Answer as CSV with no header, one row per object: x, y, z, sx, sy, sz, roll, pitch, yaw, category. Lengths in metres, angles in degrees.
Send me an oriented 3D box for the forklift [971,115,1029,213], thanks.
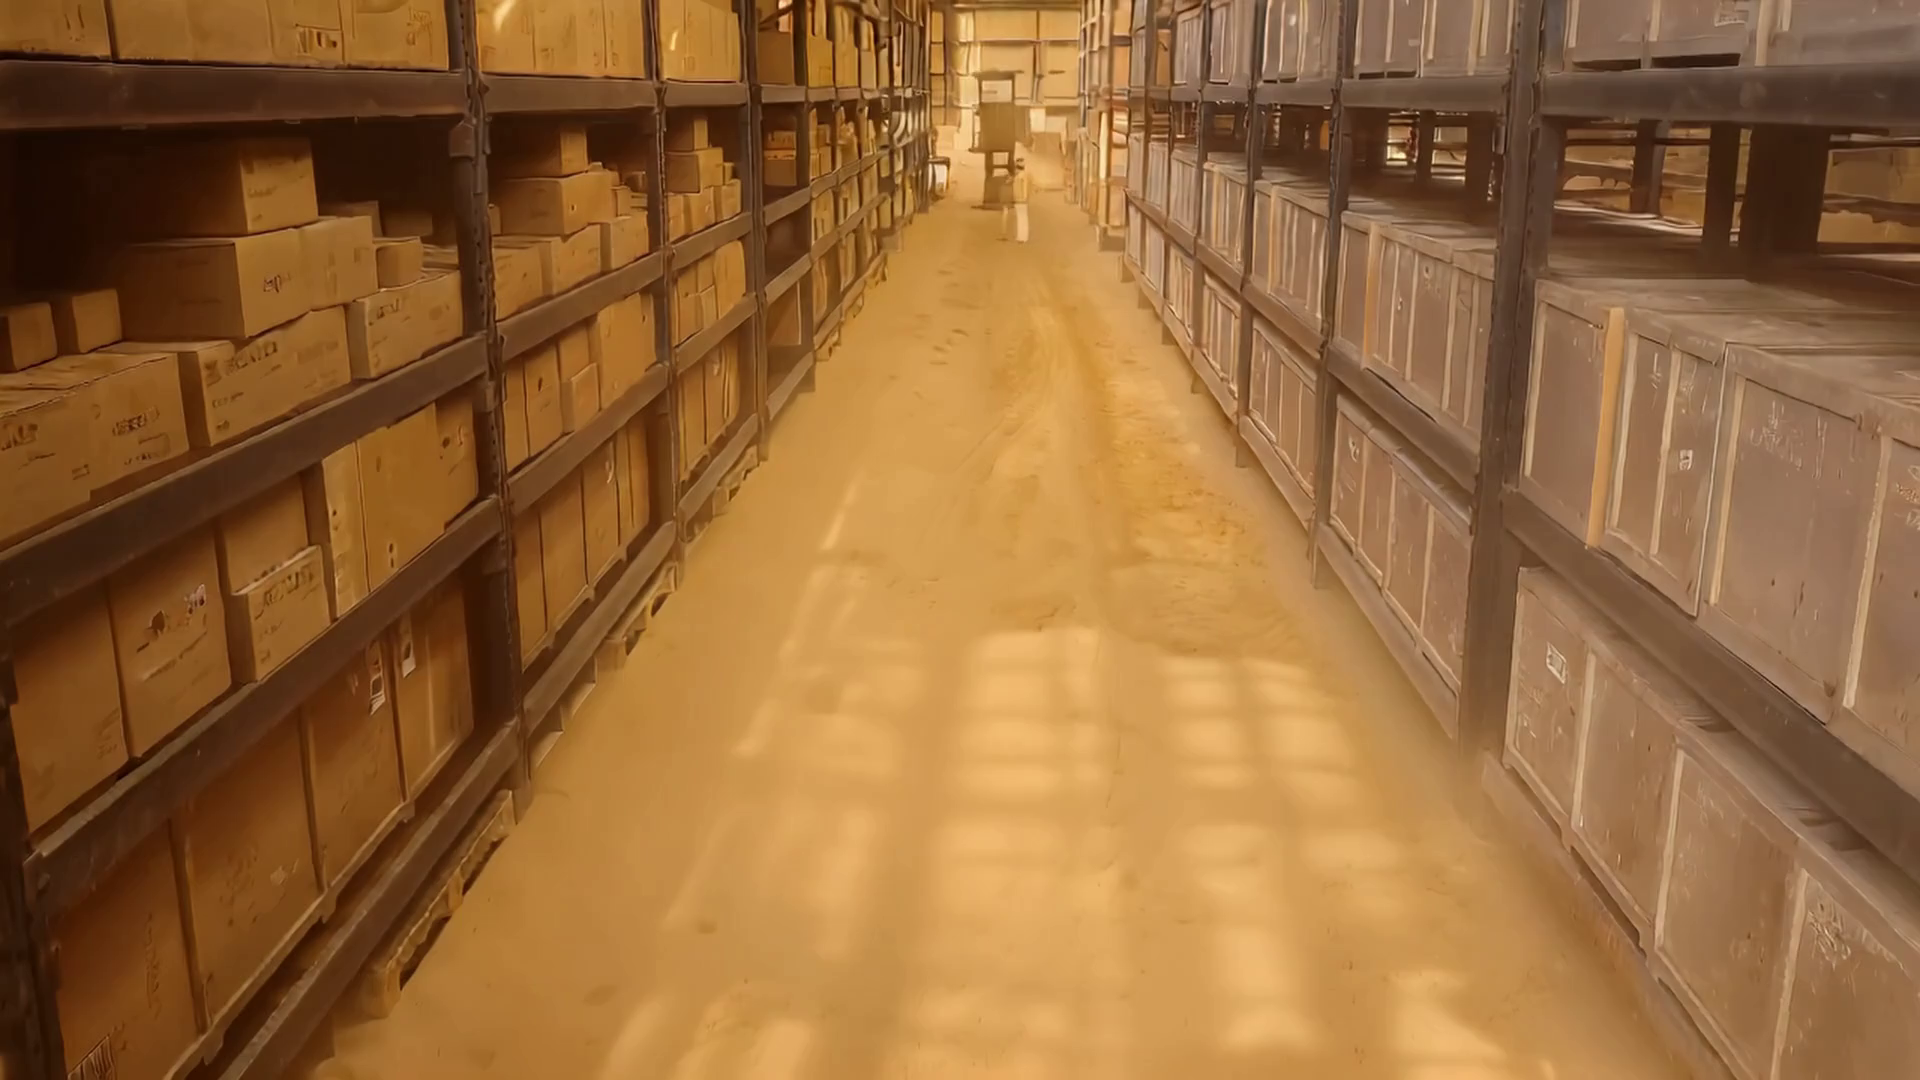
1.228,-11.198,49.456,1.129,2.768,1.873,-6,16,-23,forklift

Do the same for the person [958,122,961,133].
0.159,-22.082,91.778,0.705,1.916,0.556,7,17,25,person

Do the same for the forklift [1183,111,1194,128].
8.184,-14.518,61.808,1.129,2.768,1.873,0,15,1,forklift

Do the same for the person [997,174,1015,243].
1.062,-7.831,39.335,0.629,1.604,0.516,-7,17,-25,person

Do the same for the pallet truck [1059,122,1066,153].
5.788,-21.111,88.014,1.885,1.965,0.823,5,16,18,pallet truck

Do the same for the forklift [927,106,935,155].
-1.956,-20.535,84.195,1.129,2.768,1.873,-4,15,-13,forklift

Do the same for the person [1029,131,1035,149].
3.623,-19.677,83.352,0.313,1.642,0.513,5,16,19,person

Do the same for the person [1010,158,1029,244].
1.416,-7.962,39.105,0.392,1.990,0.612,-4,16,-16,person
